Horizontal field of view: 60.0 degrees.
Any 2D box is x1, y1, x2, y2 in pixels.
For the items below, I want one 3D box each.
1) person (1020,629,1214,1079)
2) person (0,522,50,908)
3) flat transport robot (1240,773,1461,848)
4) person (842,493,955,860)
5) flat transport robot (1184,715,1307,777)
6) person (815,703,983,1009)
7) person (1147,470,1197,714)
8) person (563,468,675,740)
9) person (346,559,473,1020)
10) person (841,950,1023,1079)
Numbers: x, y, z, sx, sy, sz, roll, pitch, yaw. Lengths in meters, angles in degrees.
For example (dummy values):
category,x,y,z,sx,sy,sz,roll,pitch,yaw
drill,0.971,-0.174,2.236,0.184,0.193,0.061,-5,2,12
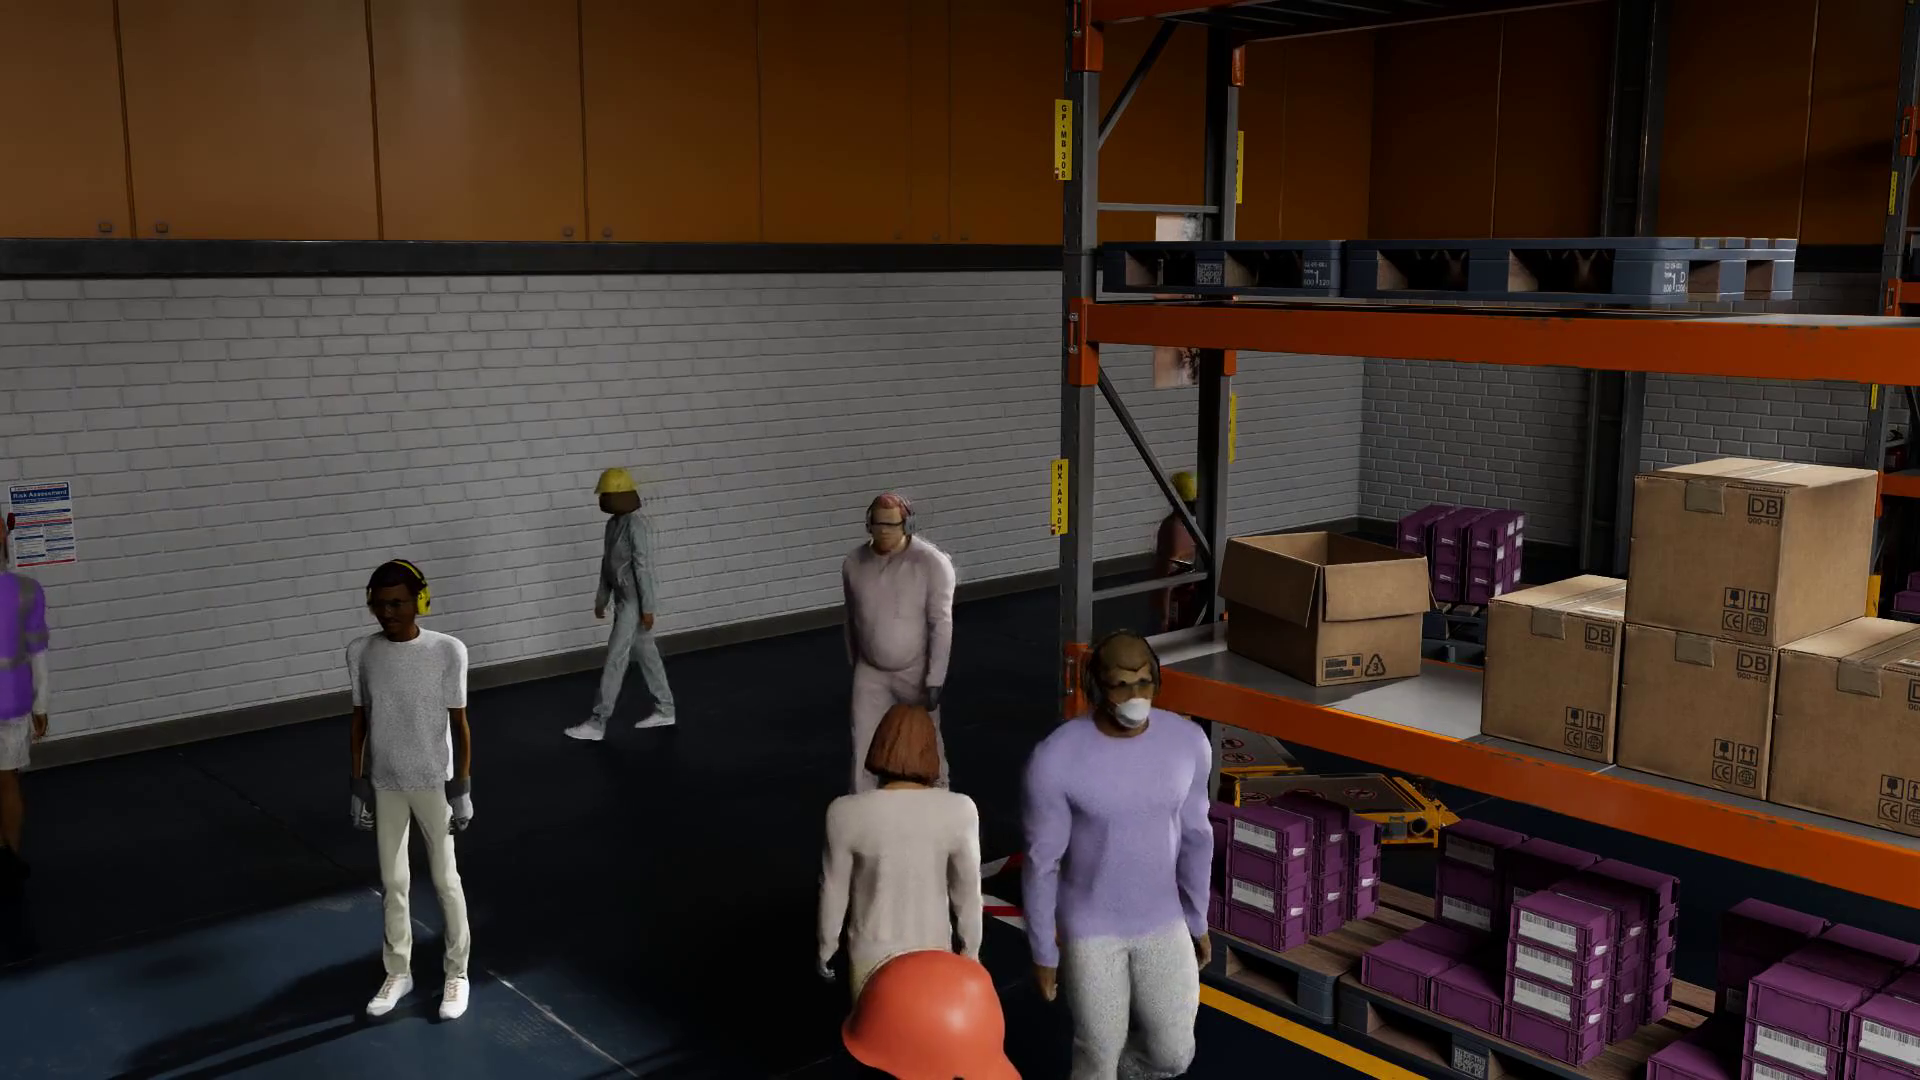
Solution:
category,x,y,z,sx,sy,sz,roll,pitch,yaw
person,0.475,1.201,5.178,0.645,1.925,0.503,-4,10,-20
person,-4.493,0.770,7.706,0.650,1.923,0.563,8,13,40
flat transport robot,1.881,1.424,8.716,1.431,0.197,0.652,-1,10,-5
person,-0.306,0.653,8.646,0.637,1.855,1.009,3,10,16
flat transport robot,1.519,1.255,9.706,0.652,0.197,1.431,-1,10,-5
person,-0.197,1.322,5.366,0.518,1.616,0.337,-2,10,-12
person,1.360,0.431,10.229,0.439,1.747,0.494,-2,10,-12
person,-2.180,0.404,10.490,0.849,1.703,0.509,-5,11,-28
person,-2.196,0.989,6.628,0.509,1.860,0.317,1,10,4
person,-0.090,1.607,2.808,0.390,1.926,0.547,2,10,13
